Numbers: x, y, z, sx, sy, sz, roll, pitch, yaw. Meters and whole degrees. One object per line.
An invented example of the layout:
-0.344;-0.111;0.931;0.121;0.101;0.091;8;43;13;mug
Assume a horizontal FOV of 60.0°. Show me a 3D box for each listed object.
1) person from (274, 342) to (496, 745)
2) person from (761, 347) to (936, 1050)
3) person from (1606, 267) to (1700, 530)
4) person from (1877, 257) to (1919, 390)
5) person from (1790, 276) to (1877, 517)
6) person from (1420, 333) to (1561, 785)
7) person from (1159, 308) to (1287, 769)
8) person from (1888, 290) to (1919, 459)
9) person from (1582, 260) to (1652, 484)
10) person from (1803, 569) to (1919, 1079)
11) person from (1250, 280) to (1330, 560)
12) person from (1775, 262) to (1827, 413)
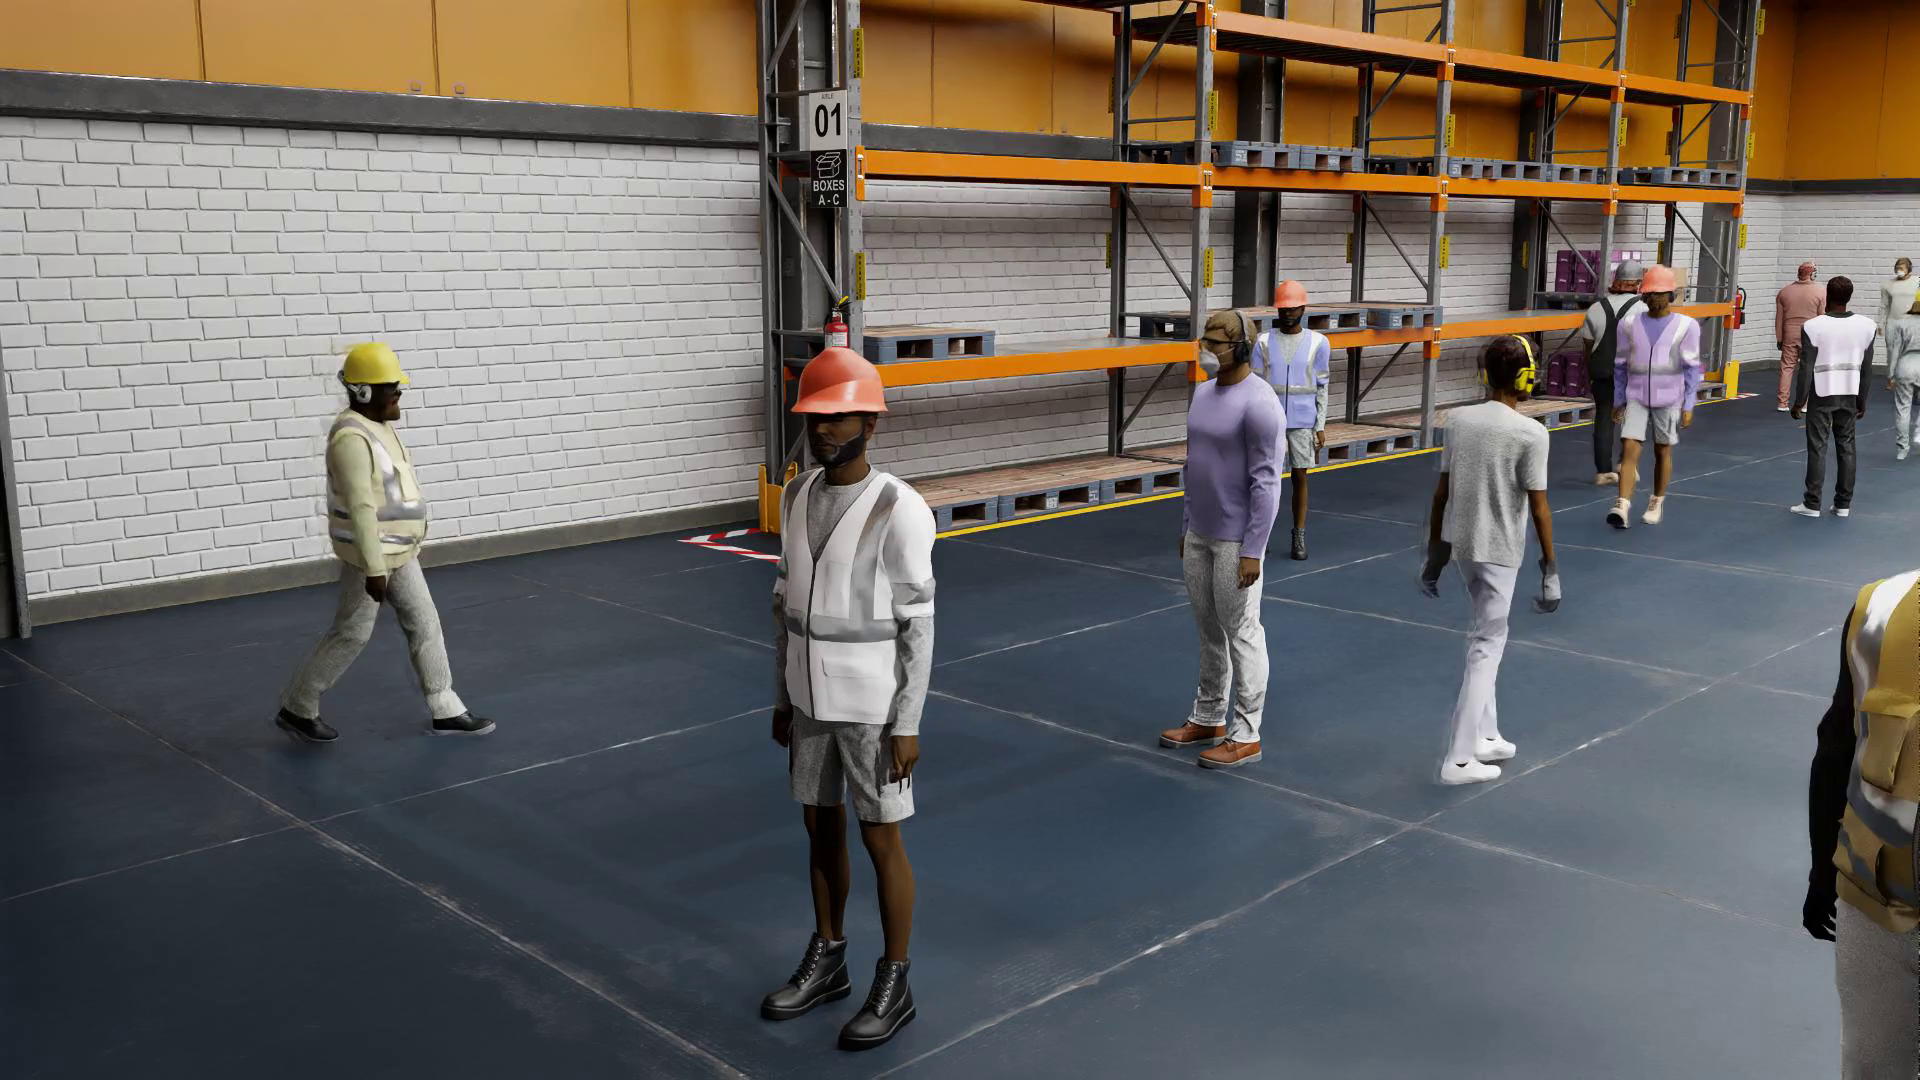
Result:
-2.597;0.027;7.287;0.921;1.792;0.606;-1;10;-4;person
-0.325;0.437;4.628;0.551;1.942;0.345;8;13;38;person
5.246;-1.059;12.636;0.638;1.991;1.016;7;13;34;person
13.634;-3.124;24.105;0.454;1.923;0.646;-9;14;-40;person
6.956;-1.135;13.263;0.587;1.920;0.390;0;10;1;person
2.242;0.080;6.834;0.695;1.842;0.573;-6;12;-30;person
1.123;-0.008;7.065;0.372;1.940;0.631;-4;11;-22;person
9.553;-1.654;16.621;0.497;1.733;0.426;7;12;32;person
5.968;-1.511;14.983;0.536;2.000;0.710;-10;14;-44;person
1.971;0.738;3.286;0.429;1.841;0.634;-7;13;-34;person
2.265;-0.821;11.500;0.547;1.937;0.379;3;11;14;person
10.655;-2.554;21.041;0.407;1.908;0.641;-9;14;-42;person
